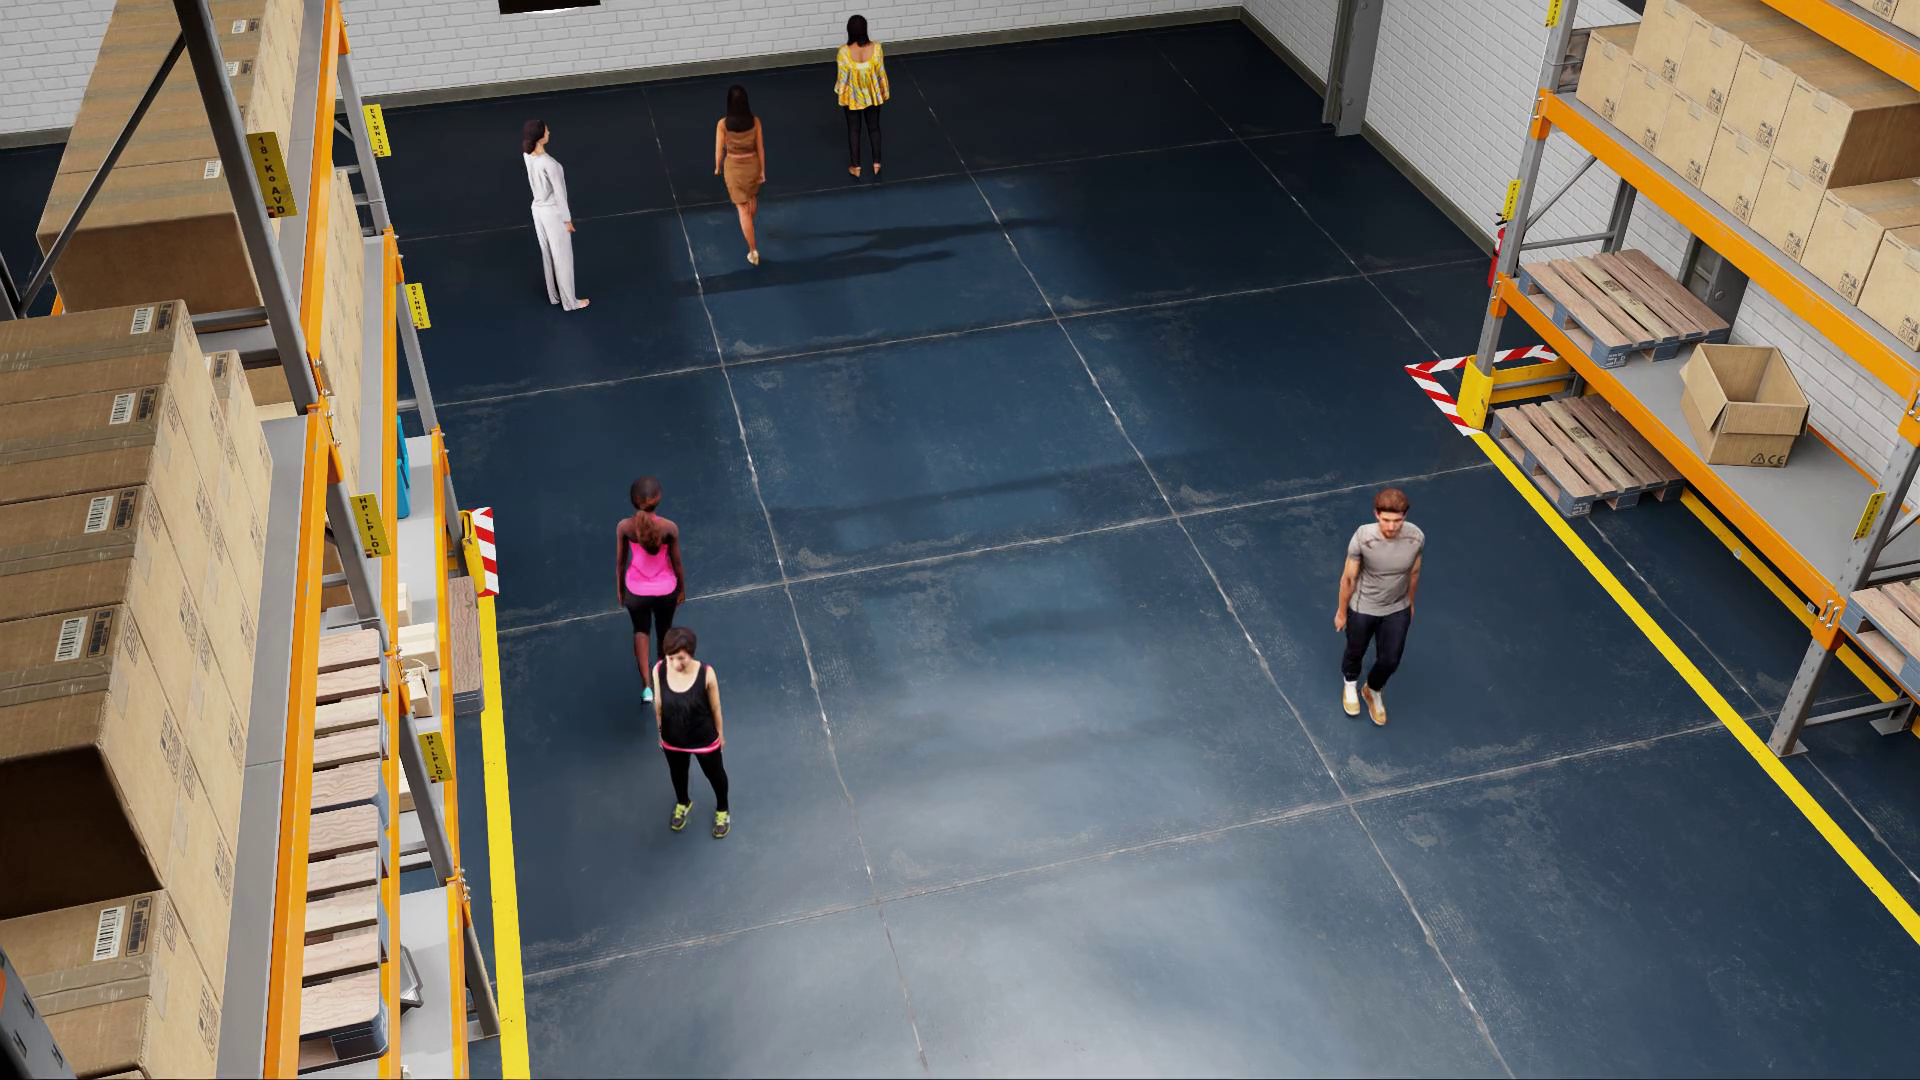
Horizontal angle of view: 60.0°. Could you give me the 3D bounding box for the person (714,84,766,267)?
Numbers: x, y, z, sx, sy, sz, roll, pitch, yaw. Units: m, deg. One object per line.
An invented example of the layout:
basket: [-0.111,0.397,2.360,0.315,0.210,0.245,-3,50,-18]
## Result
person: [-1.958,-3.285,15.169,0.657,1.657,1.006,-15,41,-18]

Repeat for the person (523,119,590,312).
person: [-3.571,-2.833,14.508,0.639,1.774,0.739,31,48,32]

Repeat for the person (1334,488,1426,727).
person: [2.608,0.358,10.440,0.766,1.864,0.778,1,39,2]

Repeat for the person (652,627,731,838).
person: [-1.577,1.099,9.764,0.613,1.551,0.628,7,39,8]

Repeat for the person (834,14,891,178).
person: [-0.981,-4.429,16.602,0.688,1.655,0.718,-10,40,-12]

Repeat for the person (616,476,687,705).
person: [-1.958,0.381,10.535,0.705,1.710,0.903,-3,39,-3]
